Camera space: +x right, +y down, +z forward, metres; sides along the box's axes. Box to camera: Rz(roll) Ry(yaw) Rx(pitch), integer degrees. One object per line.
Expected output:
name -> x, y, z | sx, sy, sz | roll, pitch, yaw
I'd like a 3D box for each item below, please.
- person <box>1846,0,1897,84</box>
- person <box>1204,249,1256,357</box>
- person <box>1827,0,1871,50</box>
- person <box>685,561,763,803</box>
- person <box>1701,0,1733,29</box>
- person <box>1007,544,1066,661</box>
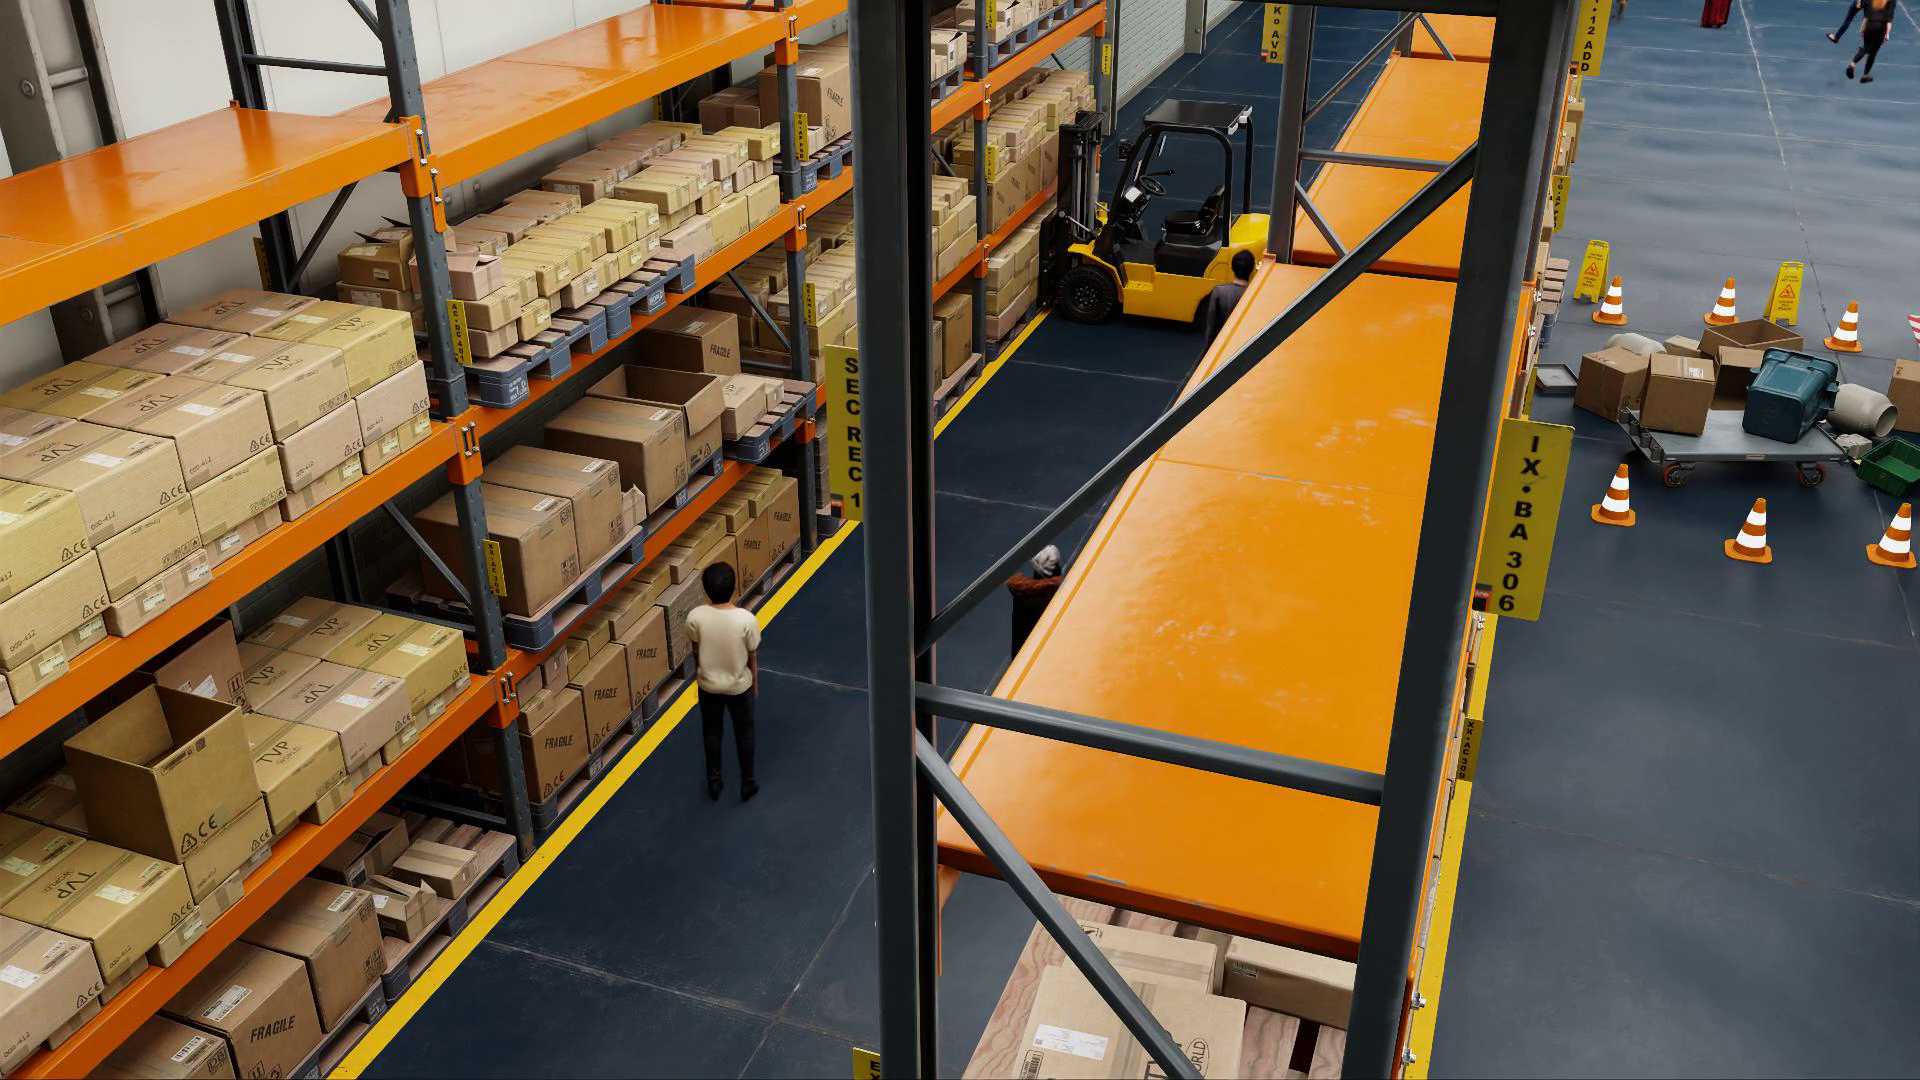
person -> 14.687, -8.218, 26.790 | 0.913, 1.699, 0.851 | -13, 31, -23
person -> 2.331, -1.528, 14.114 | 0.678, 1.807, 1.124 | 9, 29, 17
person -> 15.845, -9.373, 28.981 | 1.026, 1.680, 1.147 | -9, 29, -17
person -> -1.390, 0.859, 9.870 | 0.639, 1.583, 0.594 | 0, 28, 1
person -> 14.162, -10.370, 30.898 | 0.723, 1.638, 0.688 | 3, 28, 5
person -> 0.485, 0.784, 9.963 | 0.678, 1.629, 0.695 | 15, 31, 25
